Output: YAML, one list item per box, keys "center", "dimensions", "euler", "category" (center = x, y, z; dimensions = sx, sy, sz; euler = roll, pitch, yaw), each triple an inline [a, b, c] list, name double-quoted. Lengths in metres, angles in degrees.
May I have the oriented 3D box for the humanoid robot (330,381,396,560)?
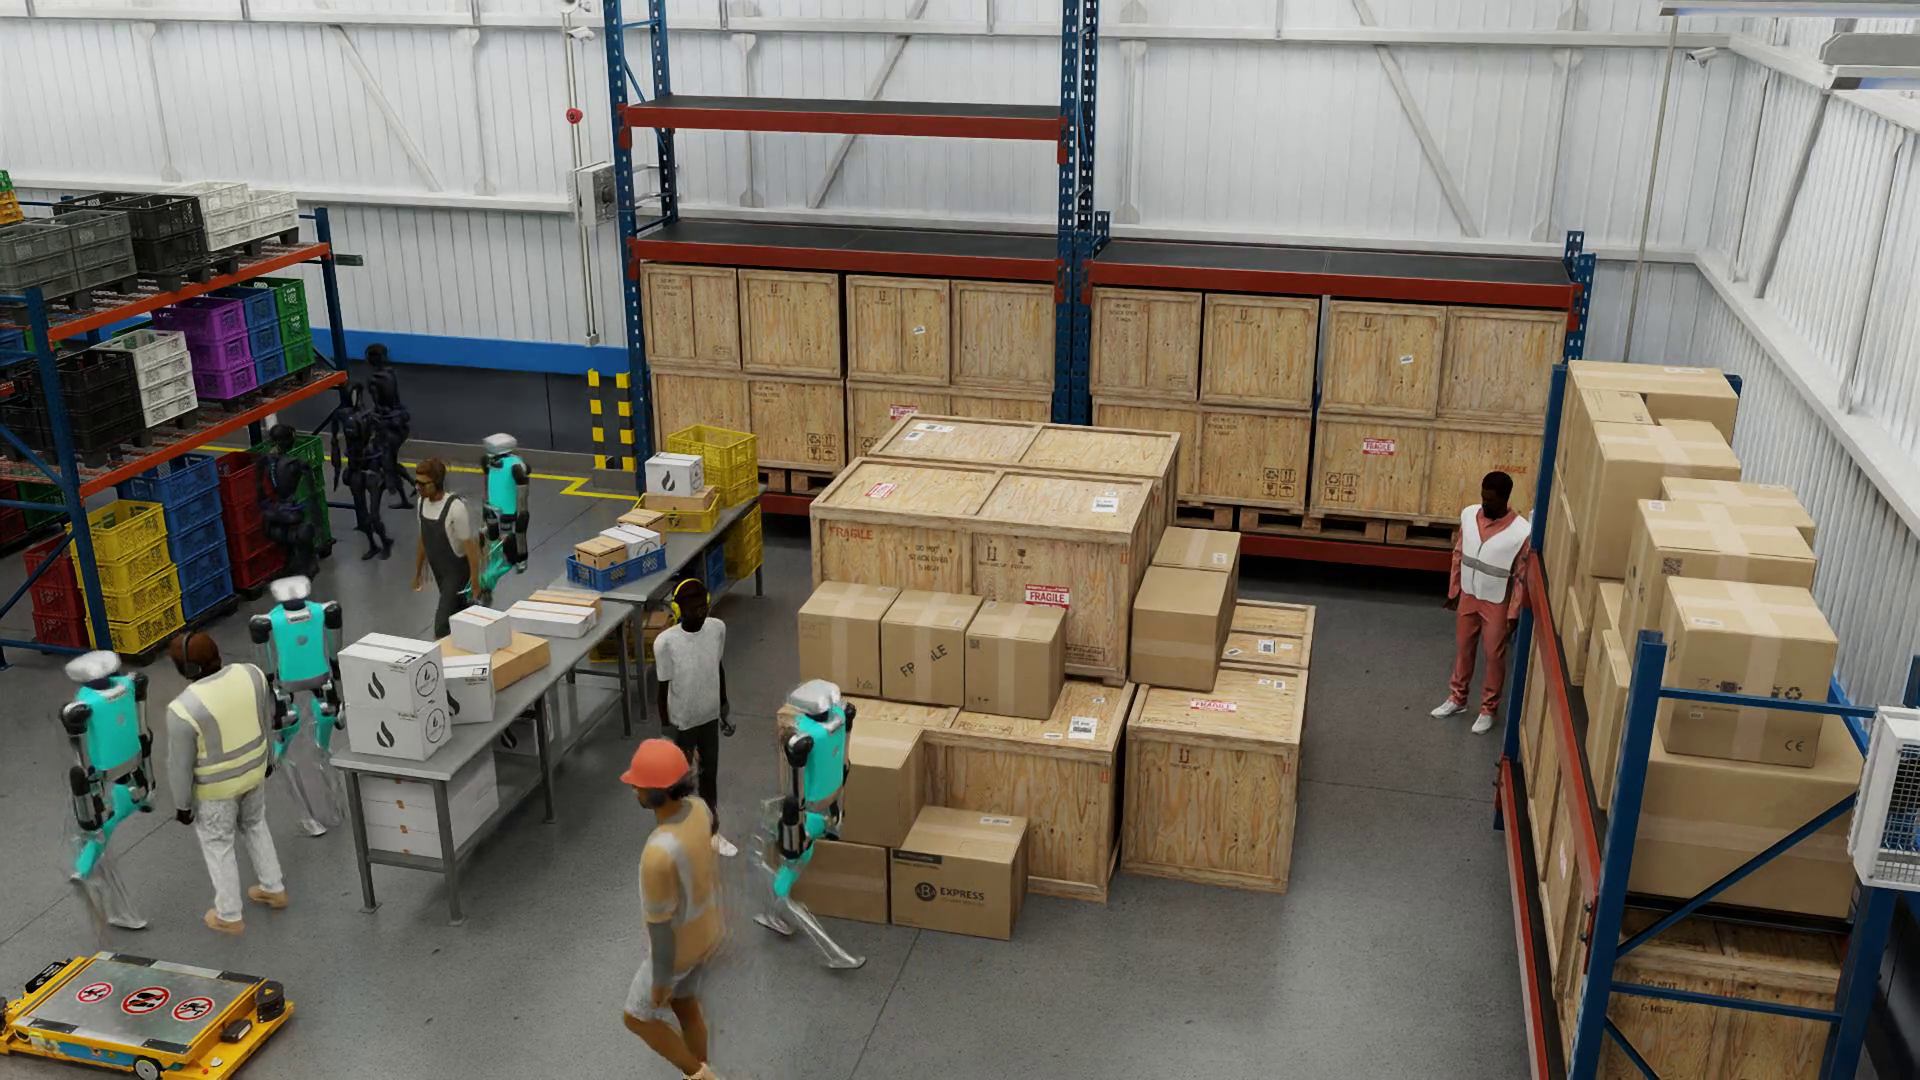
- center: [-5.260, -0.608, 14.658]
  dimensions: [0.612, 1.644, 0.345]
  euler: [4, 21, 11]
  category: "humanoid robot"

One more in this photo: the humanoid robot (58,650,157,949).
- center: [-4.819, 1.450, 9.249]
  dimensions: [0.713, 1.831, 0.537]
  euler: [7, 22, 17]
  category: "humanoid robot"

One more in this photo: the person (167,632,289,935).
- center: [-4.123, 1.349, 9.335]
  dimensions: [0.428, 1.826, 0.646]
  euler: [10, 23, 25]
  category: "person"

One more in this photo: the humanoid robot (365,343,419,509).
- center: [-5.406, -1.076, 15.904]
  dimensions: [0.387, 1.644, 0.609]
  euler: [1, 21, 3]
  category: "humanoid robot"

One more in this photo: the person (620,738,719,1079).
- center: [-1.354, 1.848, 7.752]
  dimensions: [0.442, 2.023, 0.627]
  euler: [5, 21, 12]
  category: "person"

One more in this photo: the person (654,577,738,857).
- center: [-1.568, 1.088, 9.957]
  dimensions: [0.507, 1.871, 0.331]
  euler: [-19, 28, -40]
  category: "person"

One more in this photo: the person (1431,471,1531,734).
- center: [3.690, 0.415, 11.658]
  dimensions: [0.392, 1.913, 0.587]
  euler: [-16, 26, -37]
  category: "person"

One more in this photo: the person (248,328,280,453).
- center: [-7.270, -1.691, 17.238]
  dimensions: [0.515, 1.865, 0.327]
  euler: [6, 22, 15]
  category: "person"

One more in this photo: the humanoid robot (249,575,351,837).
- center: [-4.091, 1.022, 10.352]
  dimensions: [0.542, 1.814, 0.664]
  euler: [-13, 24, -30]
  category: "humanoid robot"

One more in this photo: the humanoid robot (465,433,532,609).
- center: [-3.630, 0.124, 12.699]
  dimensions: [0.551, 1.793, 0.815]
  euler: [17, 27, 38]
  category: "humanoid robot"

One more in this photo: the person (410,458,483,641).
- center: [-3.815, 0.289, 12.118]
  dimensions: [0.535, 1.814, 0.772]
  euler: [17, 27, 37]
  category: "person"

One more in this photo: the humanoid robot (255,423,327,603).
- center: [-5.477, -0.145, 13.470]
  dimensions: [0.607, 1.646, 0.483]
  euler: [6, 22, 14]
  category: "humanoid robot"

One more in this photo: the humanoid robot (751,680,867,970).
- center: [-0.941, 1.528, 9.034]
  dimensions: [1.019, 1.755, 0.543]
  euler: [12, 24, 28]
  category: "humanoid robot"

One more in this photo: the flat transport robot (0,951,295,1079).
- center: [-4.270, 2.464, 8.601]
  dimensions: [1.431, 0.231, 0.659]
  euler: [5, 22, 13]
  category: "flat transport robot"
